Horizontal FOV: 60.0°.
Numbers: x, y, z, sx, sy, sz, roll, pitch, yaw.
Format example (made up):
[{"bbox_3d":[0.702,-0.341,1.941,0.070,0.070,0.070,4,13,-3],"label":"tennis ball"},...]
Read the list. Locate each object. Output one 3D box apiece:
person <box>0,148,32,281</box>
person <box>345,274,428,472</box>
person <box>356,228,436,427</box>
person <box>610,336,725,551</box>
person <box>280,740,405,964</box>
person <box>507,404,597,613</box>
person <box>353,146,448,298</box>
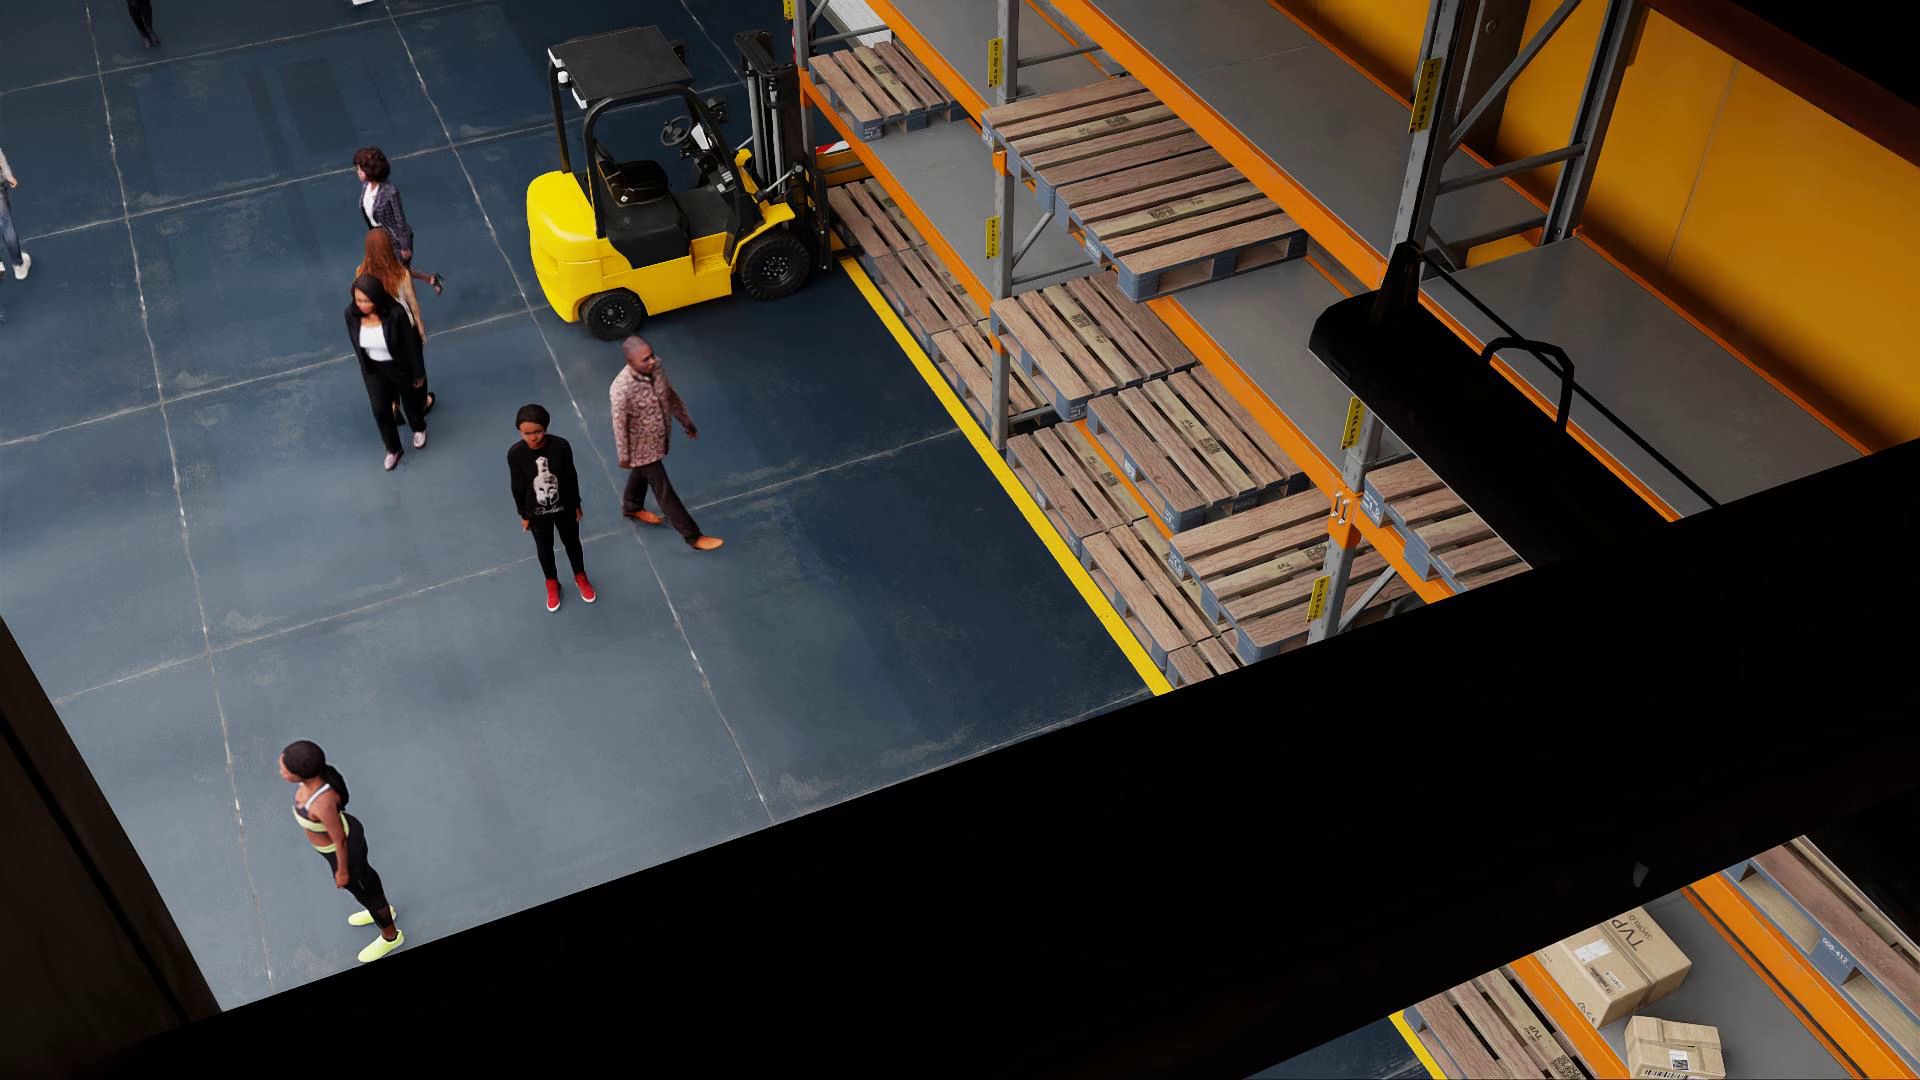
[{"bbox_3d":[-8.249,-2.958,13.956,0.720,1.843,0.808,-13,45,-13],"label":"person"},{"bbox_3d":[-4.245,-1.353,12.449,0.760,1.598,0.858,-7,44,-7],"label":"person"},{"bbox_3d":[-4.286,-1.554,12.578,0.806,1.711,0.938,1,44,1],"label":"person"},{"bbox_3d":[-2.265,-0.721,11.665,1.241,1.764,1.164,15,46,15],"label":"person"},{"bbox_3d":[-3.384,1.682,9.150,0.611,1.754,0.432,-17,46,-17],"label":"person"},{"bbox_3d":[-2.768,-0.236,11.220,0.611,1.675,0.572,-13,45,-13],"label":"person"},{"bbox_3d":[-4.558,-2.484,13.572,0.826,1.686,0.846,33,53,30],"label":"person"}]
